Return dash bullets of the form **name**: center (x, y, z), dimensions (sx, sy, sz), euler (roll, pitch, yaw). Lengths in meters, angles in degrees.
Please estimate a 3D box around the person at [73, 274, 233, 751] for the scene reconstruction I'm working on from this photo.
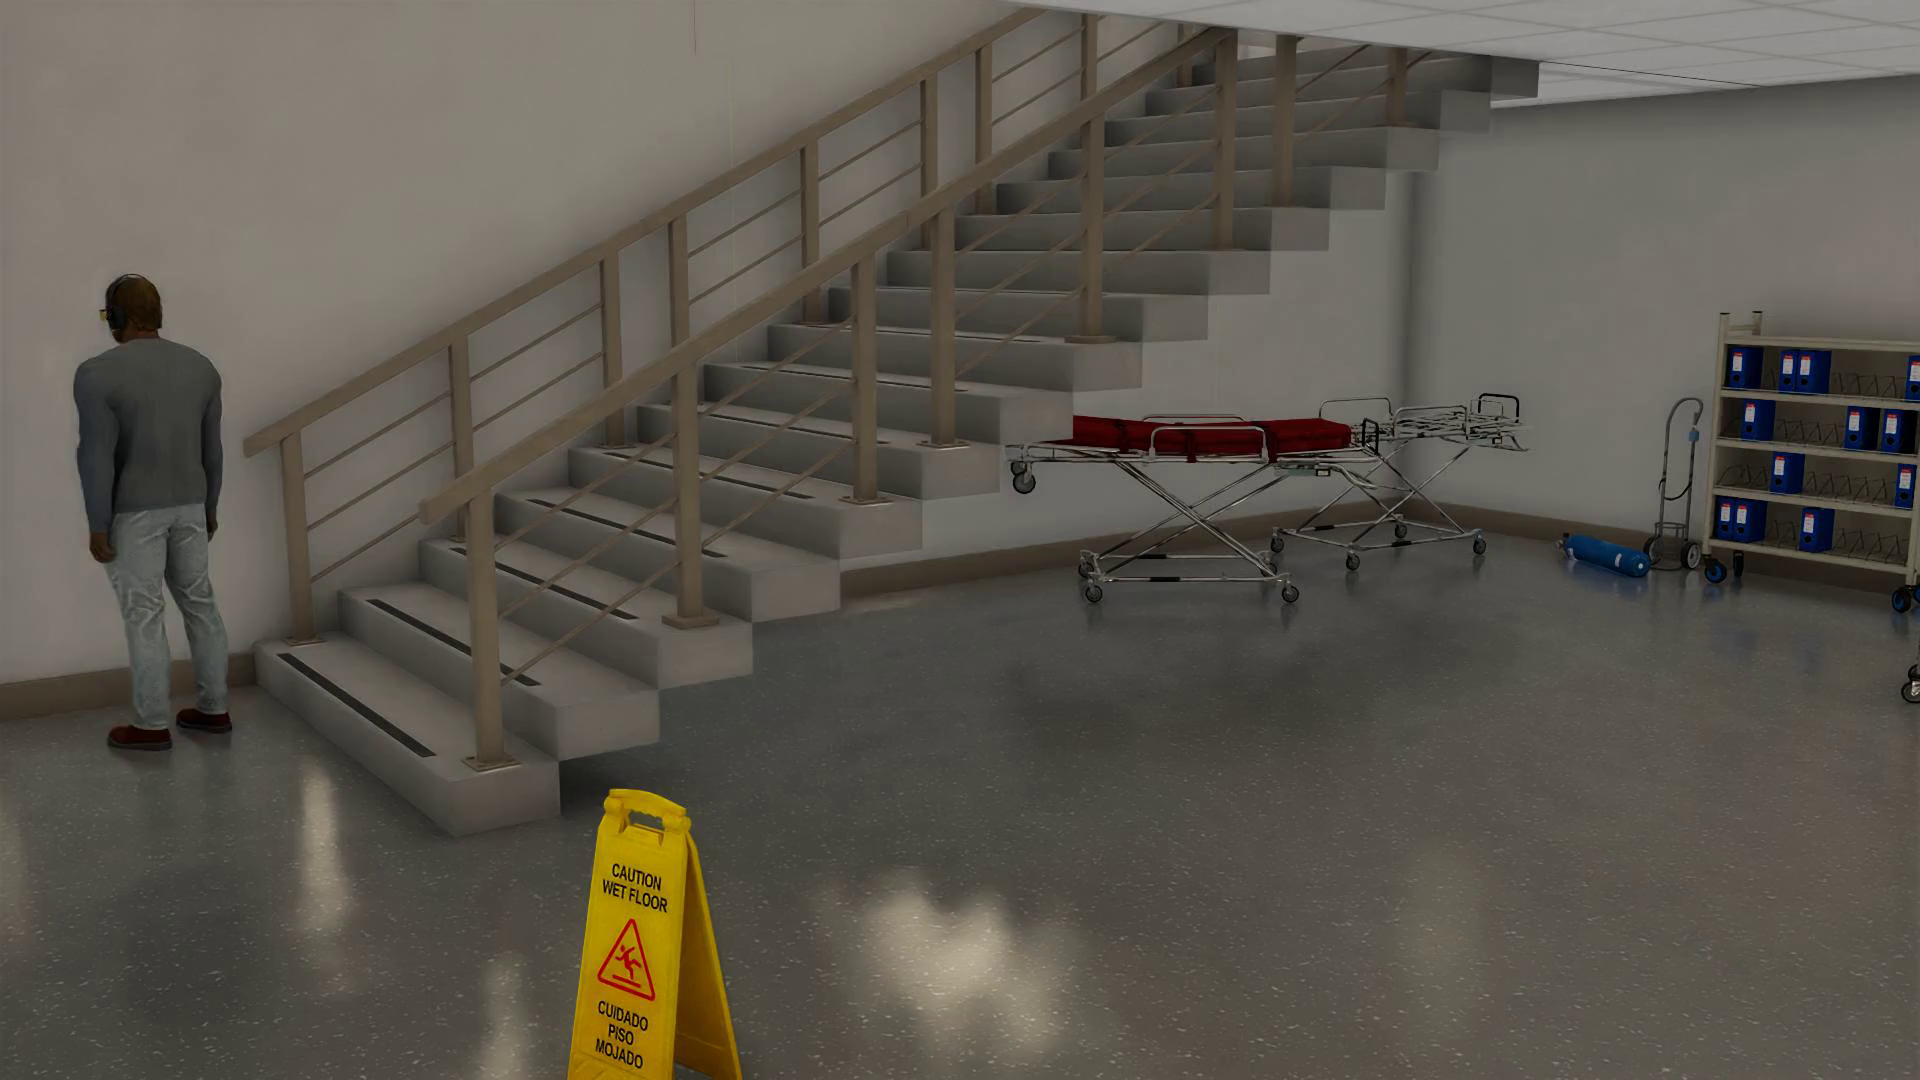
- **person**: center (-3.292, -0.112, 6.813), dimensions (0.364, 1.932, 0.629), euler (5, 11, 28)
